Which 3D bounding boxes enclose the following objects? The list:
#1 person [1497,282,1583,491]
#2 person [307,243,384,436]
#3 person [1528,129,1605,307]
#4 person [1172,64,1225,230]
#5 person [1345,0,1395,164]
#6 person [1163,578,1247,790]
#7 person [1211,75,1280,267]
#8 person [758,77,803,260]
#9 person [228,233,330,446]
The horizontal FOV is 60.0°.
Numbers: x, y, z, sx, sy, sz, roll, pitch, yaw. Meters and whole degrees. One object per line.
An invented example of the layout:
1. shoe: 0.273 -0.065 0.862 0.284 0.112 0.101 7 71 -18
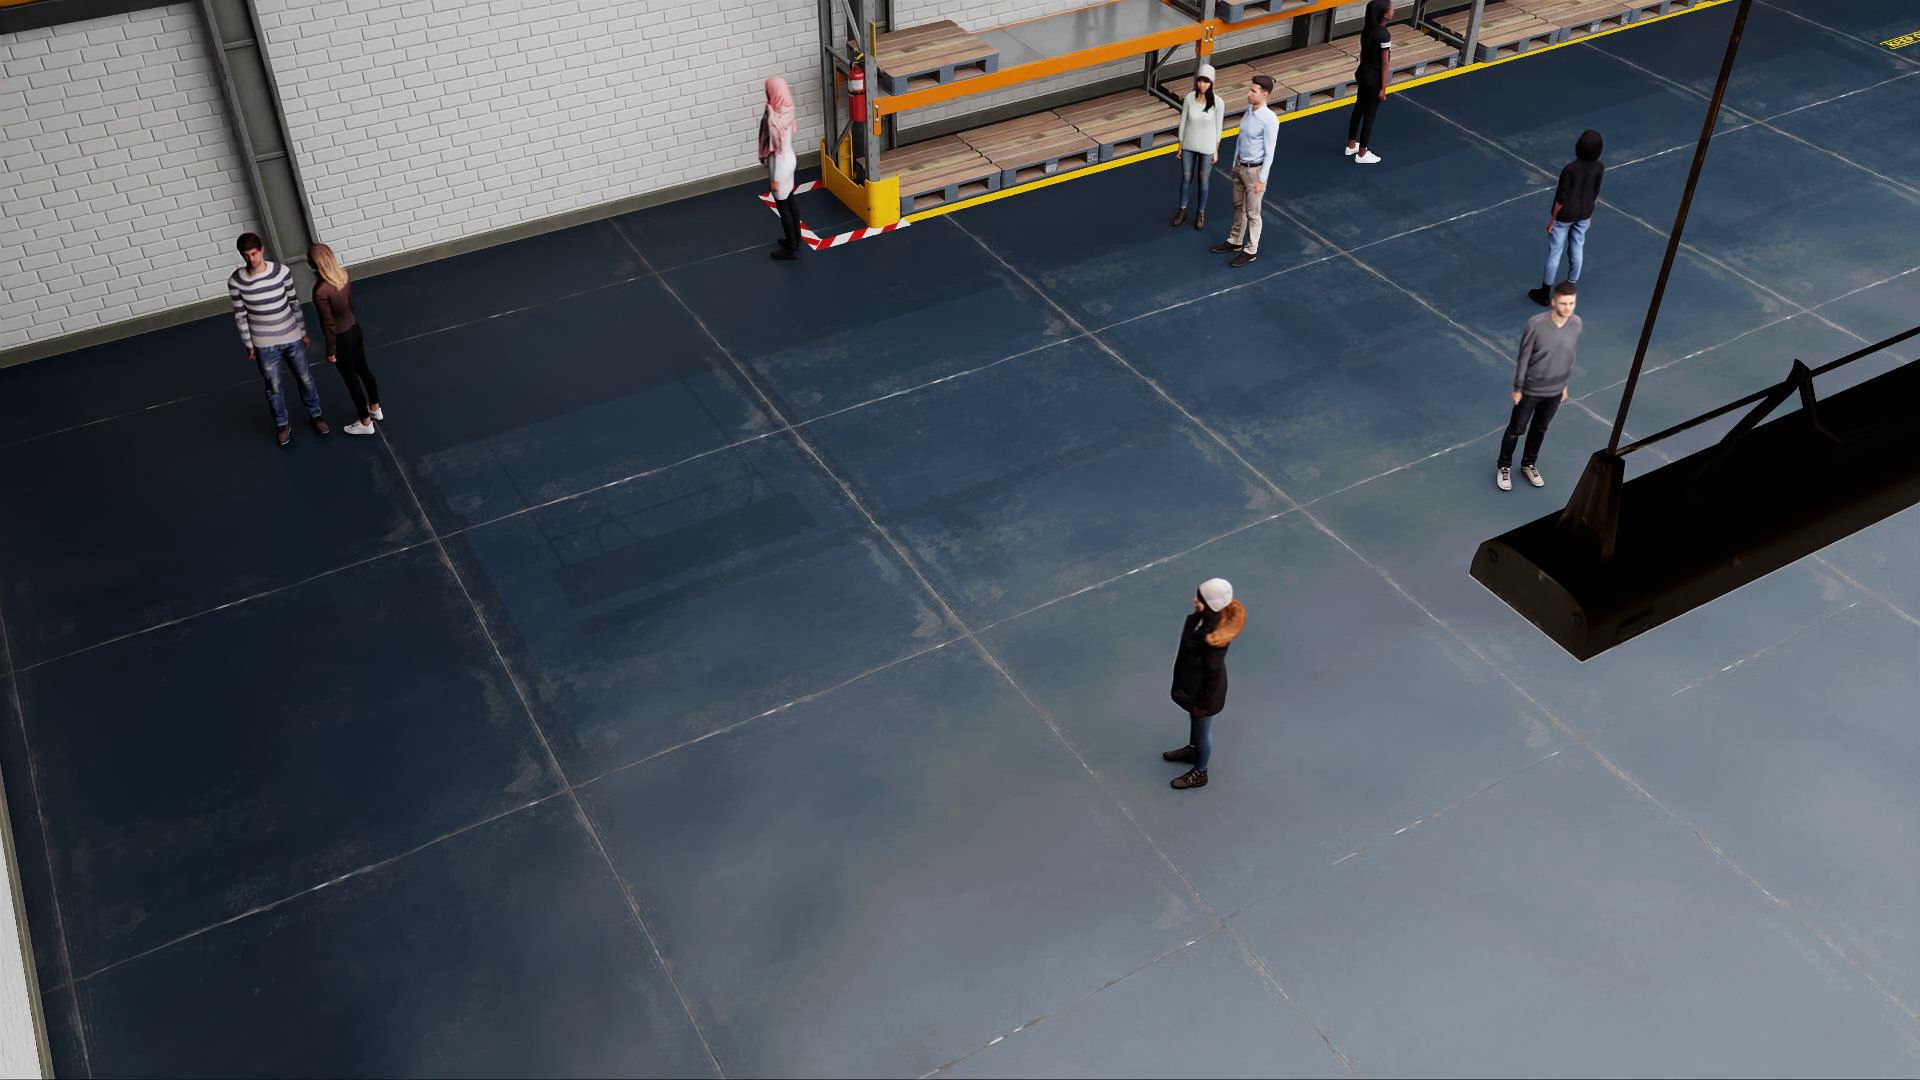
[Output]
1. person: 4.491 -1.199 12.858 0.608 1.761 0.748 -5 39 -6
2. person: -4.974 -1.634 13.447 0.707 1.705 0.674 5 39 7
3. person: 5.533 -2.912 15.050 0.593 1.701 0.708 -5 39 -6
4. person: 2.332 -3.851 16.271 0.638 1.645 0.692 11 40 13
5. person: 4.313 -4.824 17.422 0.617 1.729 0.657 -11 40 -14
6. person: 1.511 0.878 10.358 0.764 1.634 0.738 -1 39 -2
7. person: 2.738 -3.494 15.662 0.613 1.848 0.652 -17 42 -20
8. person: -1.685 -3.512 15.720 0.787 1.803 0.732 8 39 10
9. person: -5.480 -1.637 13.333 0.490 1.852 0.720 -17 42 -20
